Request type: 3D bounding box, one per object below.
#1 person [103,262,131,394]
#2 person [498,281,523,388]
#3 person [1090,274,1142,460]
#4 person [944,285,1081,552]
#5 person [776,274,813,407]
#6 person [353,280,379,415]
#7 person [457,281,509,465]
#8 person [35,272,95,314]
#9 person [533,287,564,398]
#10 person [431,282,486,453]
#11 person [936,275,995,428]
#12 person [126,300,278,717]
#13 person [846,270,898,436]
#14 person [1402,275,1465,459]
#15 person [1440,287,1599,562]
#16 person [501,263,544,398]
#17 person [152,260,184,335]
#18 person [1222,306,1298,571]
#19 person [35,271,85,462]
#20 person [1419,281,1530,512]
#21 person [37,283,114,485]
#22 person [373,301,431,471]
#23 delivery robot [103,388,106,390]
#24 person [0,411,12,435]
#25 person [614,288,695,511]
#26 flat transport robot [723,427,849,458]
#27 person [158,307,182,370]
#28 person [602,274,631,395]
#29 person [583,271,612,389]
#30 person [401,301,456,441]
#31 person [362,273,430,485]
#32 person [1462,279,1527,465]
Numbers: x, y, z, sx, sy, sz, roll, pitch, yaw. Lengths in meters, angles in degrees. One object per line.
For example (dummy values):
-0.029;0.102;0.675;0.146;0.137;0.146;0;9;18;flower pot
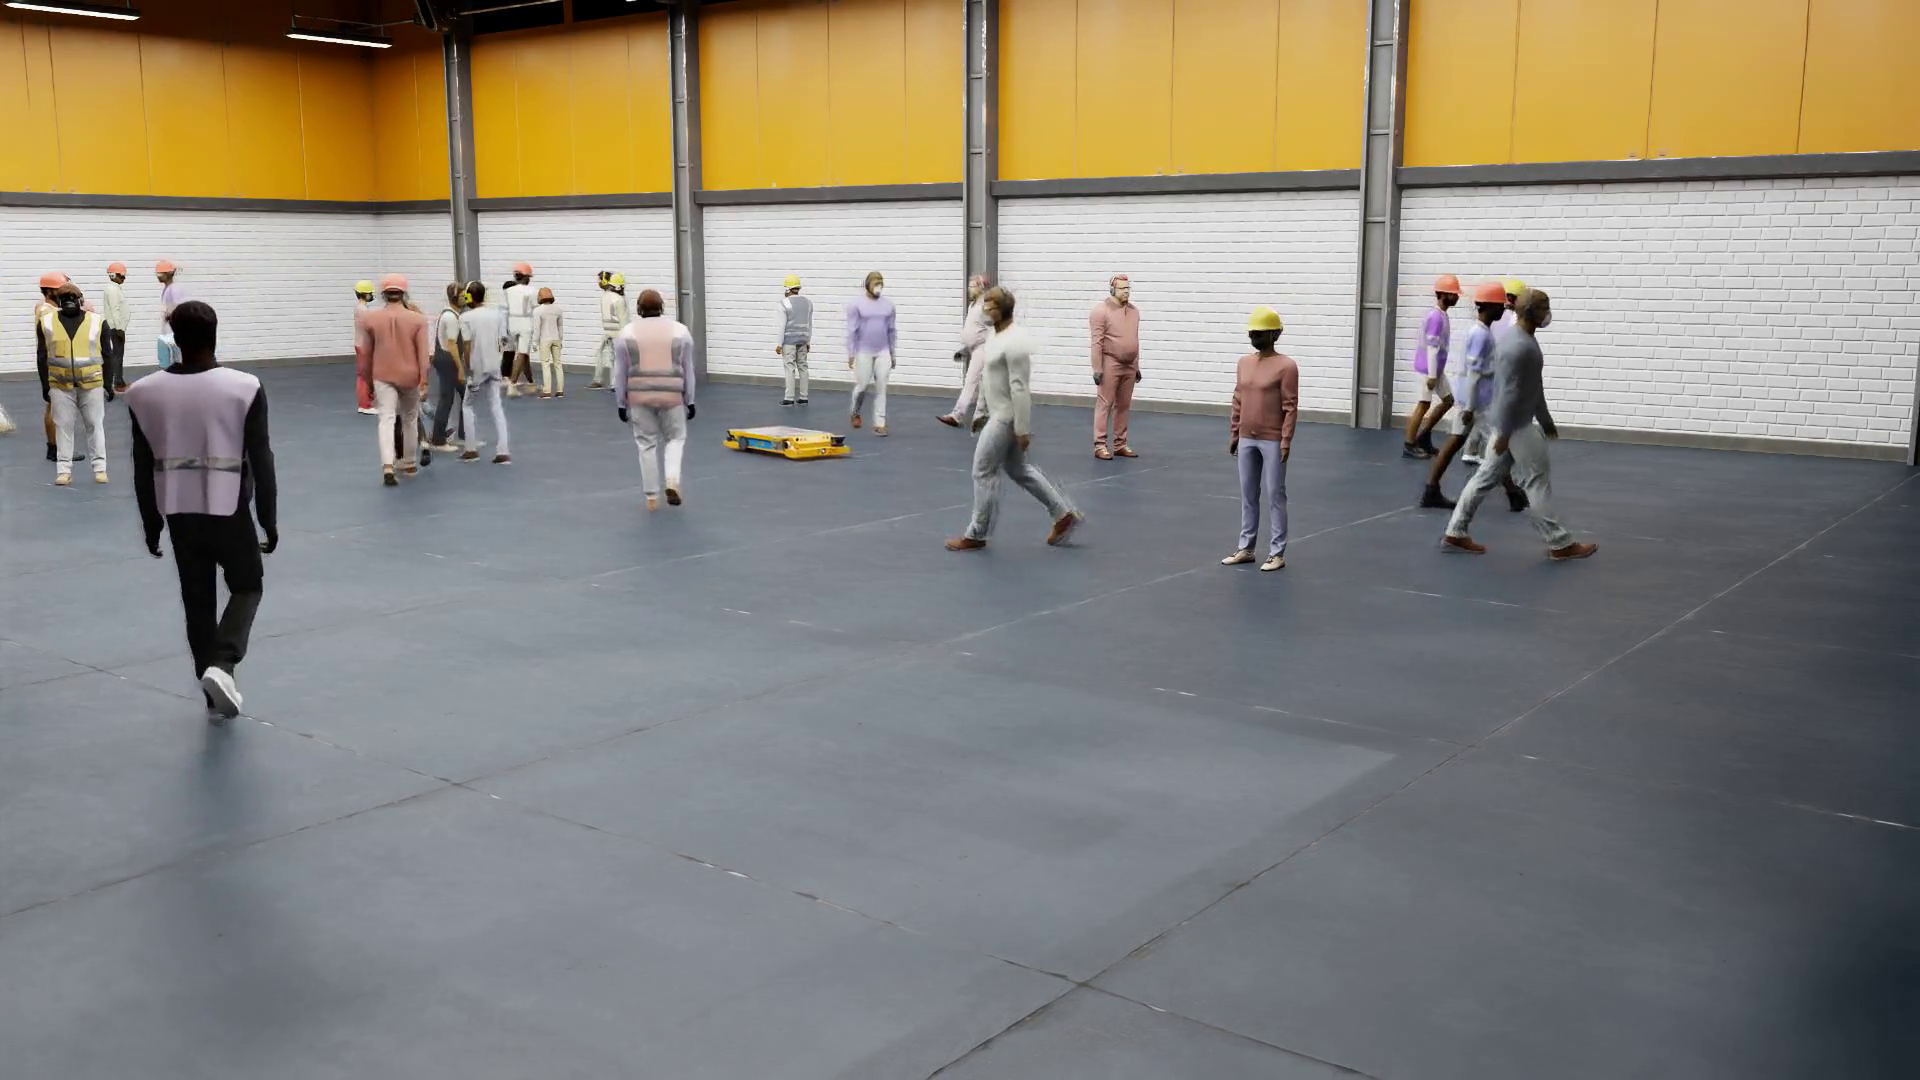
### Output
-12.770;-3.213;25.266;0.391;1.987;0.608;-5;11;-26;person
-7.148;-3.267;26.430;0.318;1.693;0.539;1;10;4;person
1.637;-1.783;17.179;0.652;1.906;0.402;-8;12;-38;person
0.399;-0.856;11.816;0.962;1.904;0.637;-1;10;-8;person
-2.315;-2.766;23.101;0.594;1.837;0.404;-9;14;-44;person
-7.837;-2.538;21.979;0.311;1.768;0.532;-6;12;-32;person
-4.847;-1.683;16.793;0.802;1.840;0.505;10;14;44;person
-10.419;-2.165;19.408;0.648;1.904;0.401;-9;13;-42;person
-6.055;-2.899;24.466;0.282;1.633;0.499;9;13;42;person
-5.351;-1.828;17.705;0.688;1.812;0.538;-2;10;-13;person
0.192;-2.299;20.337;1.014;1.852;0.649;-3;10;-14;person
-3.379;-0.114;7.448;0.612;1.905;0.538;-1;10;-7;person
-1.036;-2.178;19.416;0.643;1.925;0.660;-5;11;-25;person
4.863;-1.762;17.096;0.569;1.900;0.563;4;11;22;person
3.858;-0.788;11.476;1.049;1.889;0.648;3;10;17;person
-6.489;-3.108;24.697;0.601;1.986;1.018;4;11;24;person
-11.575;-3.086;24.398;0.421;2.029;0.644;-7;12;-36;person
2.018;-0.677;11.151;0.320;1.767;0.525;-8;13;-41;person
-9.230;-1.770;17.016;0.375;1.934;0.548;-7;12;-34;person
4.298;-1.164;13.643;1.016;1.883;0.563;2;10;10;person
-8.118;-1.427;15.292;0.621;1.845;0.430;-4;11;-23;person
-5.416;-1.491;16.153;0.531;1.679;0.446;-6;12;-32;person
-12.470;-2.273;23.685;0.707;0.478;0.477;-7;12;-35;delivery robot
-11.455;-2.045;19.054;0.960;1.796;0.634;-3;10;-18;person
-2.500;-1.138;13.633;0.652;1.831;0.433;-2;10;-13;person
-1.863;-1.054;17.686;0.652;0.197;1.431;-8;13;-39;flat transport robot
-7.358;-1.396;15.783;0.360;1.616;0.522;7;12;36;person
-5.169;-3.078;25.005;0.499;1.829;0.614;-8;12;-37;person
-5.559;-3.255;25.919;0.803;1.841;0.532;2;10;12;person
-6.004;-1.836;18.374;0.795;1.605;0.507;-1;10;-6;person
-5.234;-1.499;15.433;0.618;1.943;1.057;-2;10;-12;person
5.462;-1.675;16.687;1.018;1.863;0.591;-5;11;-27;person
